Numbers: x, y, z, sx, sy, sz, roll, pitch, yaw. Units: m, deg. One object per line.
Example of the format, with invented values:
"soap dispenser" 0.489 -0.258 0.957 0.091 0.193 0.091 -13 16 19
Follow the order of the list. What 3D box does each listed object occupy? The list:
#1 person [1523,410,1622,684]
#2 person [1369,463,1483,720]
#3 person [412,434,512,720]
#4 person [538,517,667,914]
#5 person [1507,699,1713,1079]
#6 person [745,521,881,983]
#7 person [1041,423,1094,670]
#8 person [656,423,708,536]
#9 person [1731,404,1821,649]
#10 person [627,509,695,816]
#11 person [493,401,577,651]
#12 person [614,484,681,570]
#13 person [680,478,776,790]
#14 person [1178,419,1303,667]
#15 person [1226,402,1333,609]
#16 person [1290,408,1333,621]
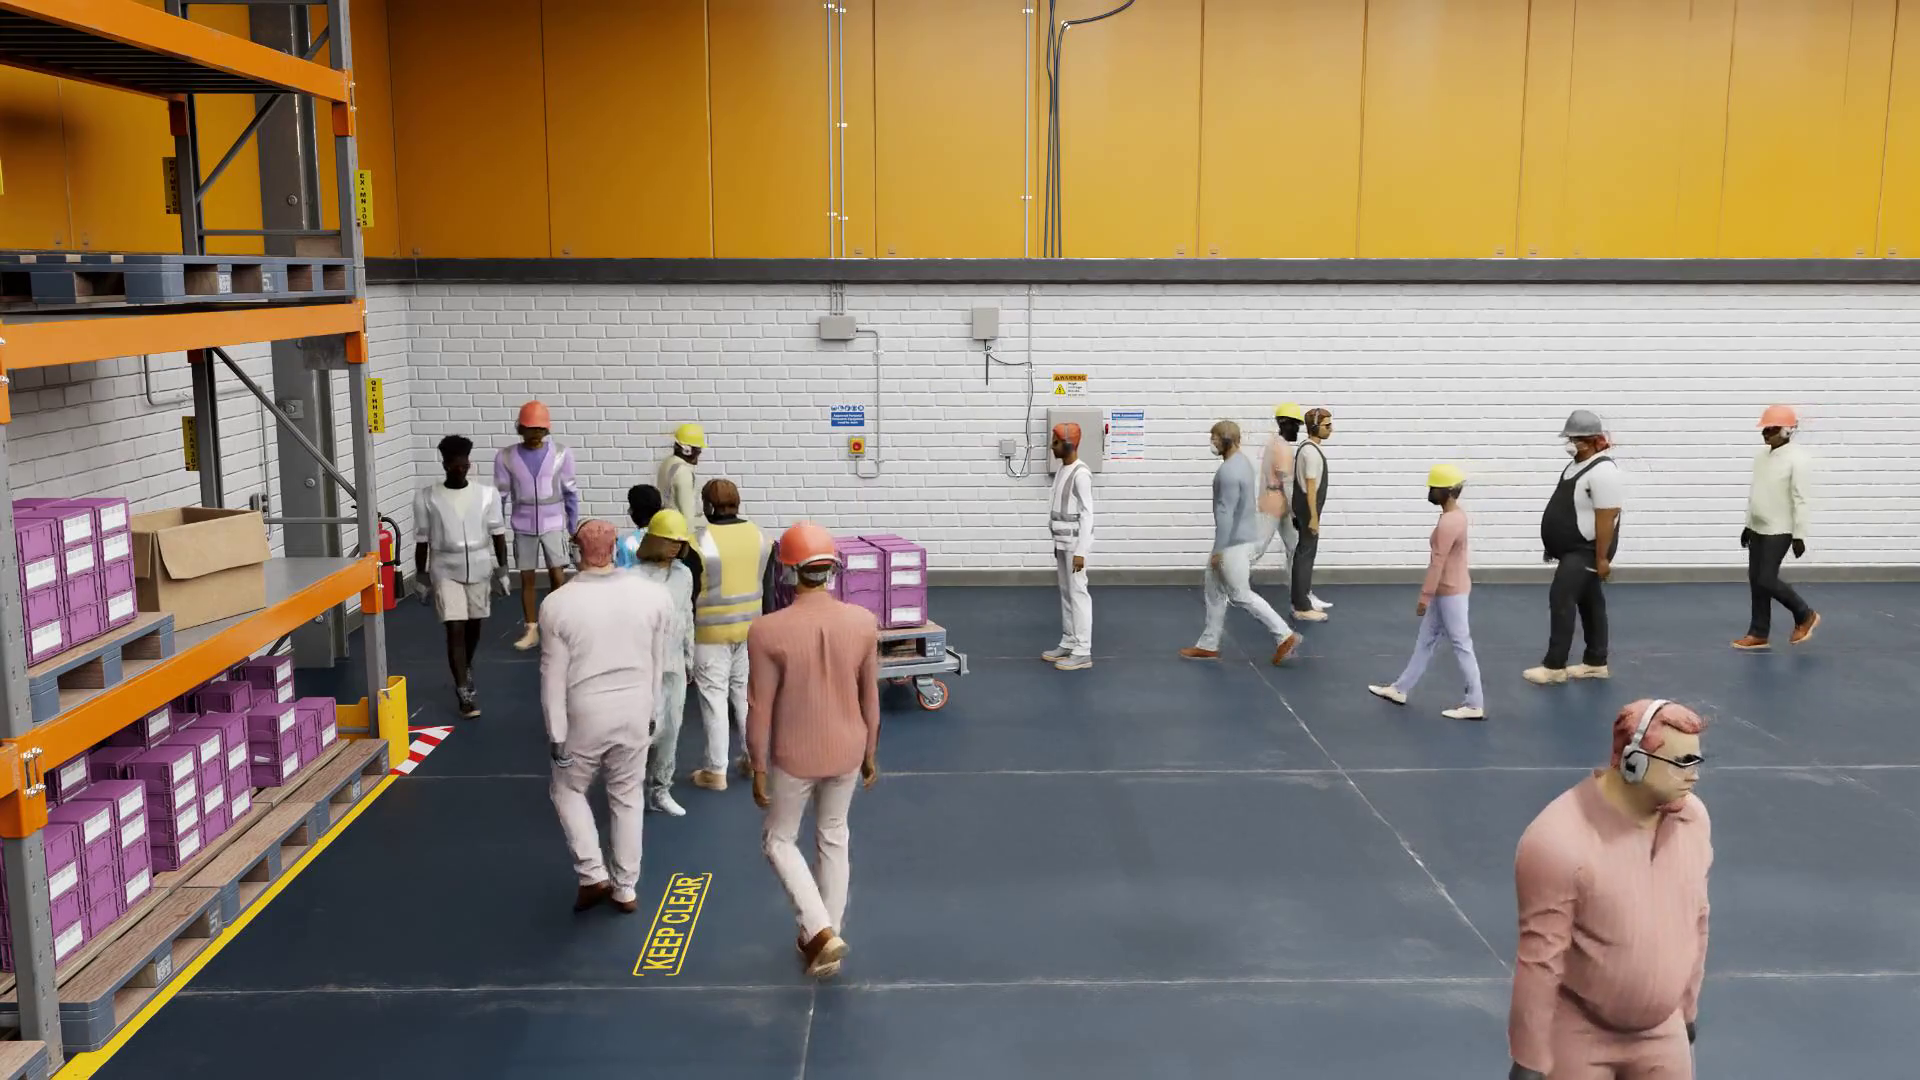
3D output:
"person" 4.465 0.032 12.227 0.804 2.000 0.698 1 9 8
"person" 3.176 0.343 11.242 0.852 1.725 0.551 4 10 23
"person" -3.456 0.212 11.513 0.601 1.927 0.989 -5 11 -30
"person" -1.678 0.830 7.804 0.631 1.887 0.417 -6 11 -31
"person" 1.800 1.342 4.693 0.686 1.888 0.518 -2 9 -12
"person" -0.590 0.912 7.022 0.629 1.979 0.578 -5 11 -29
"person" 0.840 0.043 12.648 0.352 1.881 0.576 -2 9 -13
"person" -2.382 -0.075 13.676 0.749 1.790 0.648 -4 10 -24
"person" 6.491 -0.095 13.190 0.534 1.977 0.621 -1 9 -4
"person" -1.673 0.678 9.218 0.426 1.720 0.506 7 12 38
"person" -3.334 -0.091 13.101 0.649 2.015 0.548 -2 10 -13
"person" -1.954 0.484 10.554 0.420 1.677 0.549 8 13 42
"person" -1.383 0.551 9.713 0.633 1.833 0.436 -8 12 -42
"person" 2.168 0.030 12.676 0.916 1.904 0.679 3 10 17
"person" 2.787 -0.297 14.834 1.020 1.868 0.606 2 9 13
"person" 3.043 -0.227 14.413 0.336 1.844 0.508 1 9 8
